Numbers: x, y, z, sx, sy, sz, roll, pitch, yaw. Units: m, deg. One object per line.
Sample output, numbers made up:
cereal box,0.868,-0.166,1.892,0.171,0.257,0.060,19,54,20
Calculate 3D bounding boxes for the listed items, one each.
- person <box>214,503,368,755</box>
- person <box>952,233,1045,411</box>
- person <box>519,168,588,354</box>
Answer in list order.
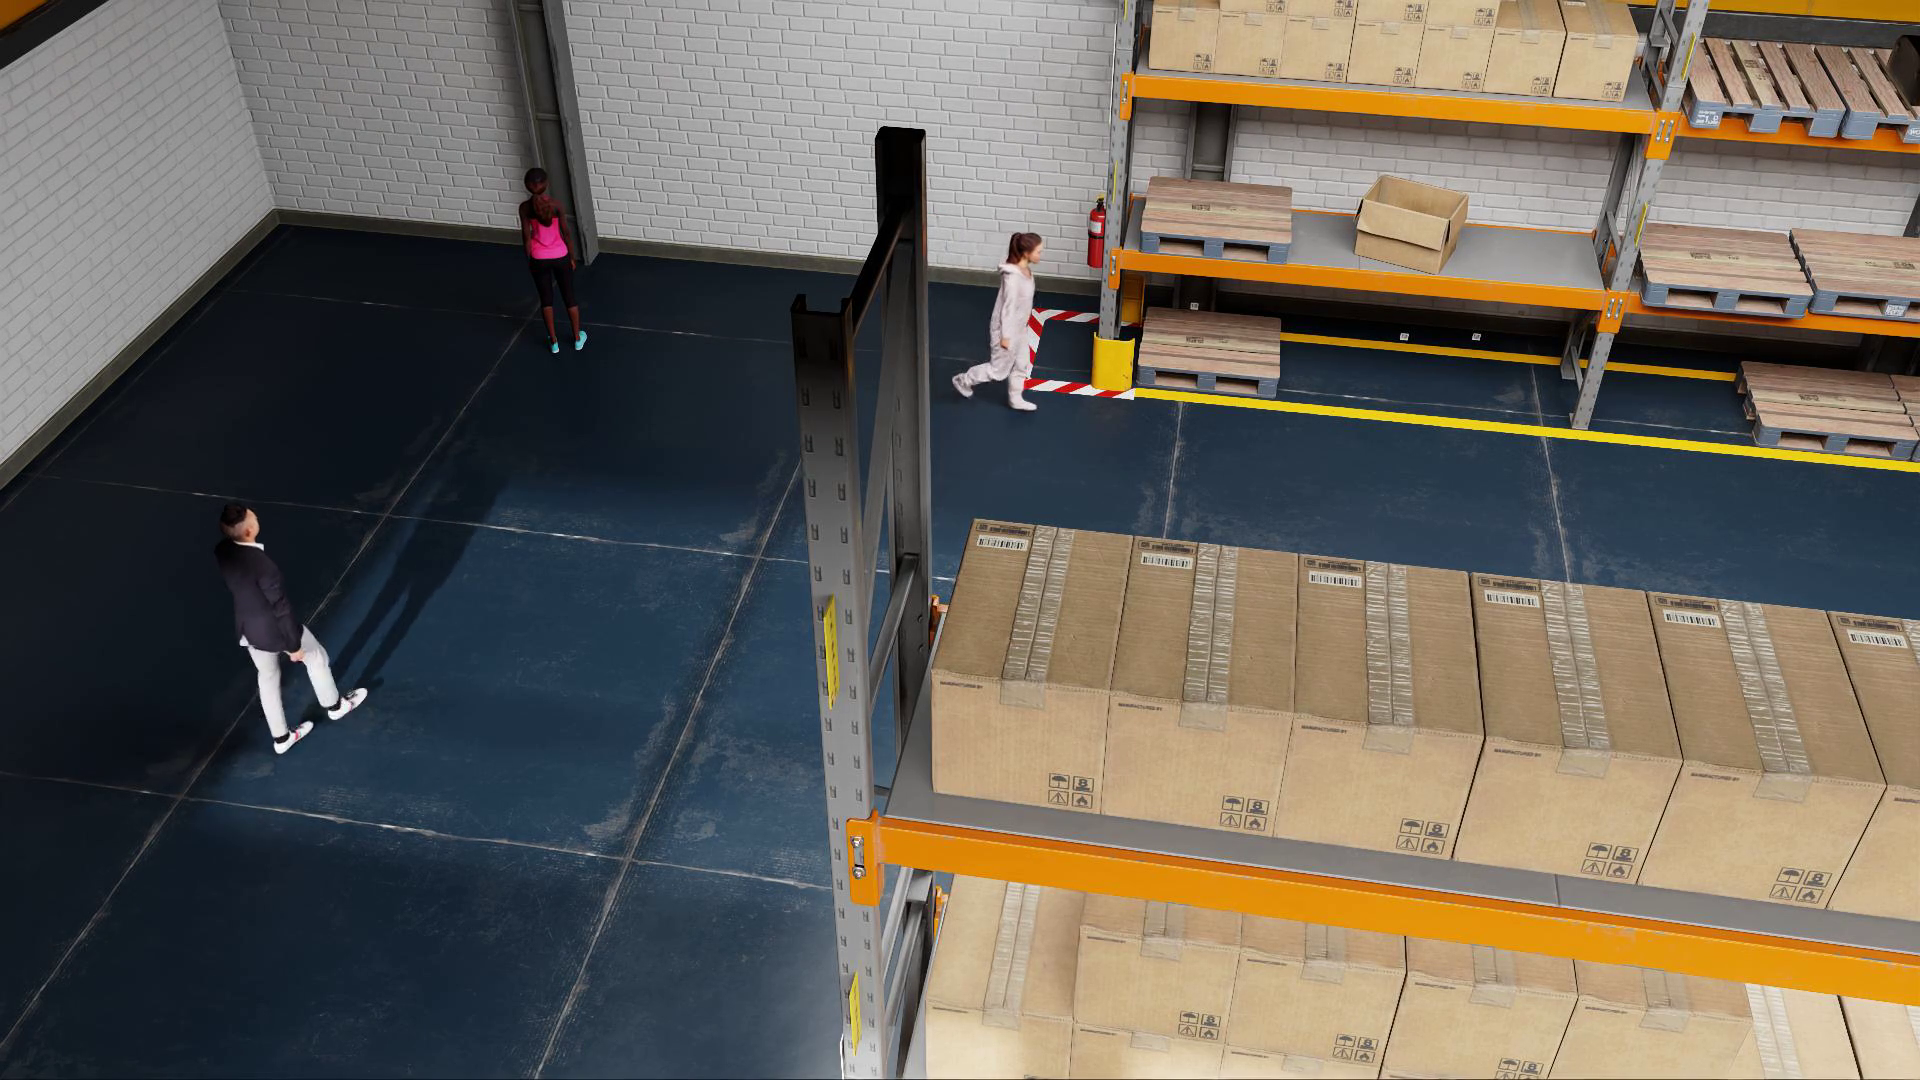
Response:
person,-4.412,0.588,10.442,0.988,1.933,0.983,20,43,23
person,0.316,-1.758,13.606,0.954,1.650,0.678,8,39,10
person,-3.545,-2.418,14.374,0.591,1.723,0.702,-7,39,-8
